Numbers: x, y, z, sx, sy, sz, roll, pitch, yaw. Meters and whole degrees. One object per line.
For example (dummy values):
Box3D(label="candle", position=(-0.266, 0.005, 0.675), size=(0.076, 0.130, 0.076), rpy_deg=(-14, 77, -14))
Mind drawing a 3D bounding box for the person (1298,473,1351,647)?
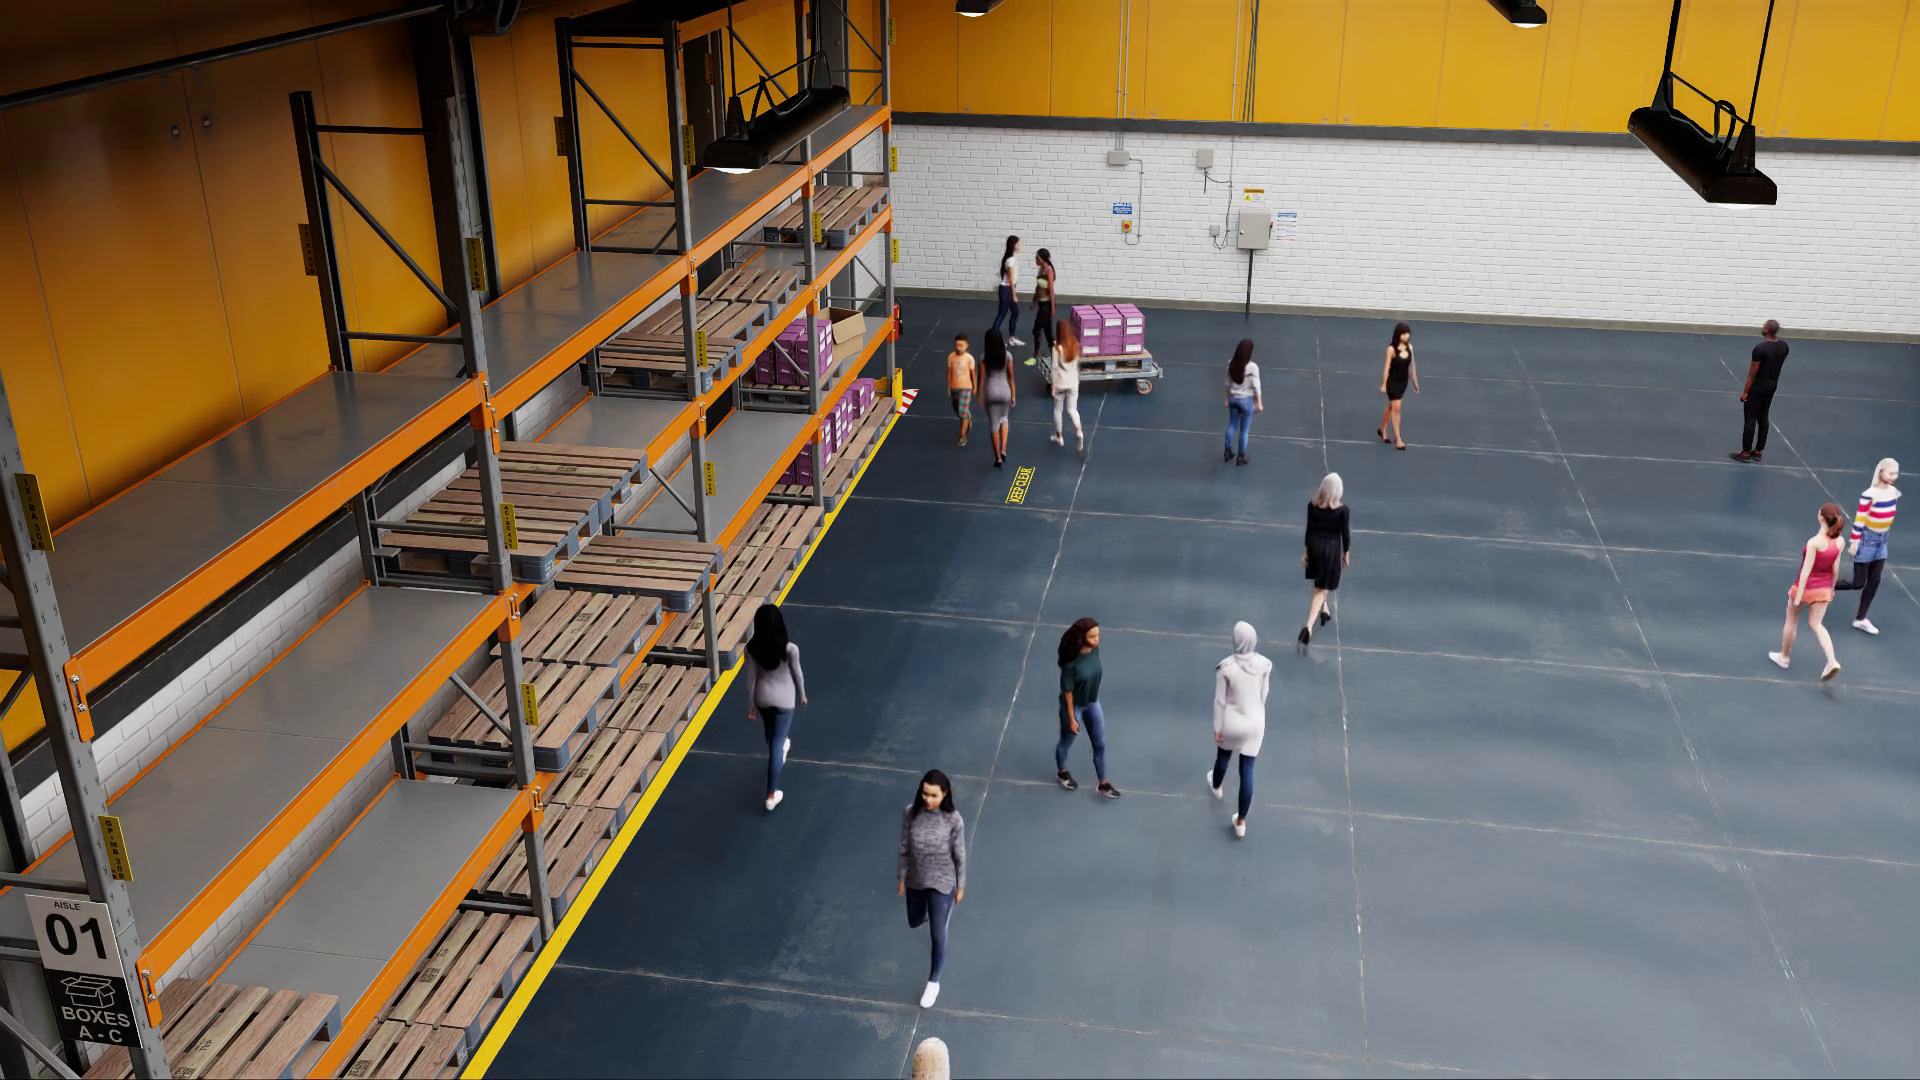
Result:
Box3D(label="person", position=(3.513, 0.222, 16.139), size=(0.889, 1.701, 1.234), rpy_deg=(14, 27, 29))

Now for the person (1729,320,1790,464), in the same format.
Box3D(label="person", position=(10.003, -1.867, 20.769), size=(0.748, 1.820, 0.734), rpy_deg=(-8, 25, -17))

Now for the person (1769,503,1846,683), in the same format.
Box3D(label="person", position=(7.967, 0.511, 15.441), size=(0.810, 1.730, 1.105), rpy_deg=(-5, 24, -11))

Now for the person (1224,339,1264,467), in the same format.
Box3D(label="person", position=(3.470, -1.697, 20.621), size=(0.727, 1.627, 0.699), rpy_deg=(-21, 31, -40))

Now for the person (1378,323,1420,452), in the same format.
Box3D(label="person", position=(5.544, -2.011, 21.342), size=(0.865, 1.625, 0.964), rpy_deg=(-13, 27, -26))

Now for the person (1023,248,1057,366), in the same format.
Box3D(label="person", position=(1.349, -3.419, 24.425), size=(0.841, 1.736, 0.853), rpy_deg=(-7, 25, -15))

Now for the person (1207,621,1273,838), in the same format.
Box3D(label="person", position=(2.236, 1.524, 13.112), size=(0.735, 1.740, 1.073), rpy_deg=(0, 24, 0))

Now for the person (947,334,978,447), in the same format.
Box3D(label="person", position=(0.045, -1.967, 21.478), size=(0.635, 1.435, 0.956), rpy_deg=(7, 25, 16))

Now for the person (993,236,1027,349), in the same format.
Box3D(label="person", position=(0.641, -3.723, 25.113), size=(0.668, 1.743, 0.685), rpy_deg=(2, 24, 4))

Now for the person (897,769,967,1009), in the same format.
Box3D(label="person", position=(-0.172, 2.291, 11.389), size=(0.719, 1.715, 1.021), rpy_deg=(7, 25, 16))

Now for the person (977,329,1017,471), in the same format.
Box3D(label="person", position=(0.478, -1.701, 20.463), size=(0.710, 1.761, 0.740), rpy_deg=(-3, 24, -8))

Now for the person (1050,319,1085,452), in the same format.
Box3D(label="person", position=(1.389, -1.927, 21.084), size=(0.869, 1.679, 1.027), rpy_deg=(-10, 25, -21))

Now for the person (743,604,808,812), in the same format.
Box3D(label="person", position=(-1.530, 1.389, 13.485), size=(0.637, 1.689, 1.119), rpy_deg=(5, 24, 12))

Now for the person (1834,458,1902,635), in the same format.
Box3D(label="person", position=(8.959, 0.016, 16.494), size=(0.954, 1.795, 1.072), rpy_deg=(-10, 26, -22))

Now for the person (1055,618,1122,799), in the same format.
Box3D(label="person", position=(0.916, 1.346, 13.702), size=(0.916, 1.594, 0.960), rpy_deg=(-17, 29, -34))
